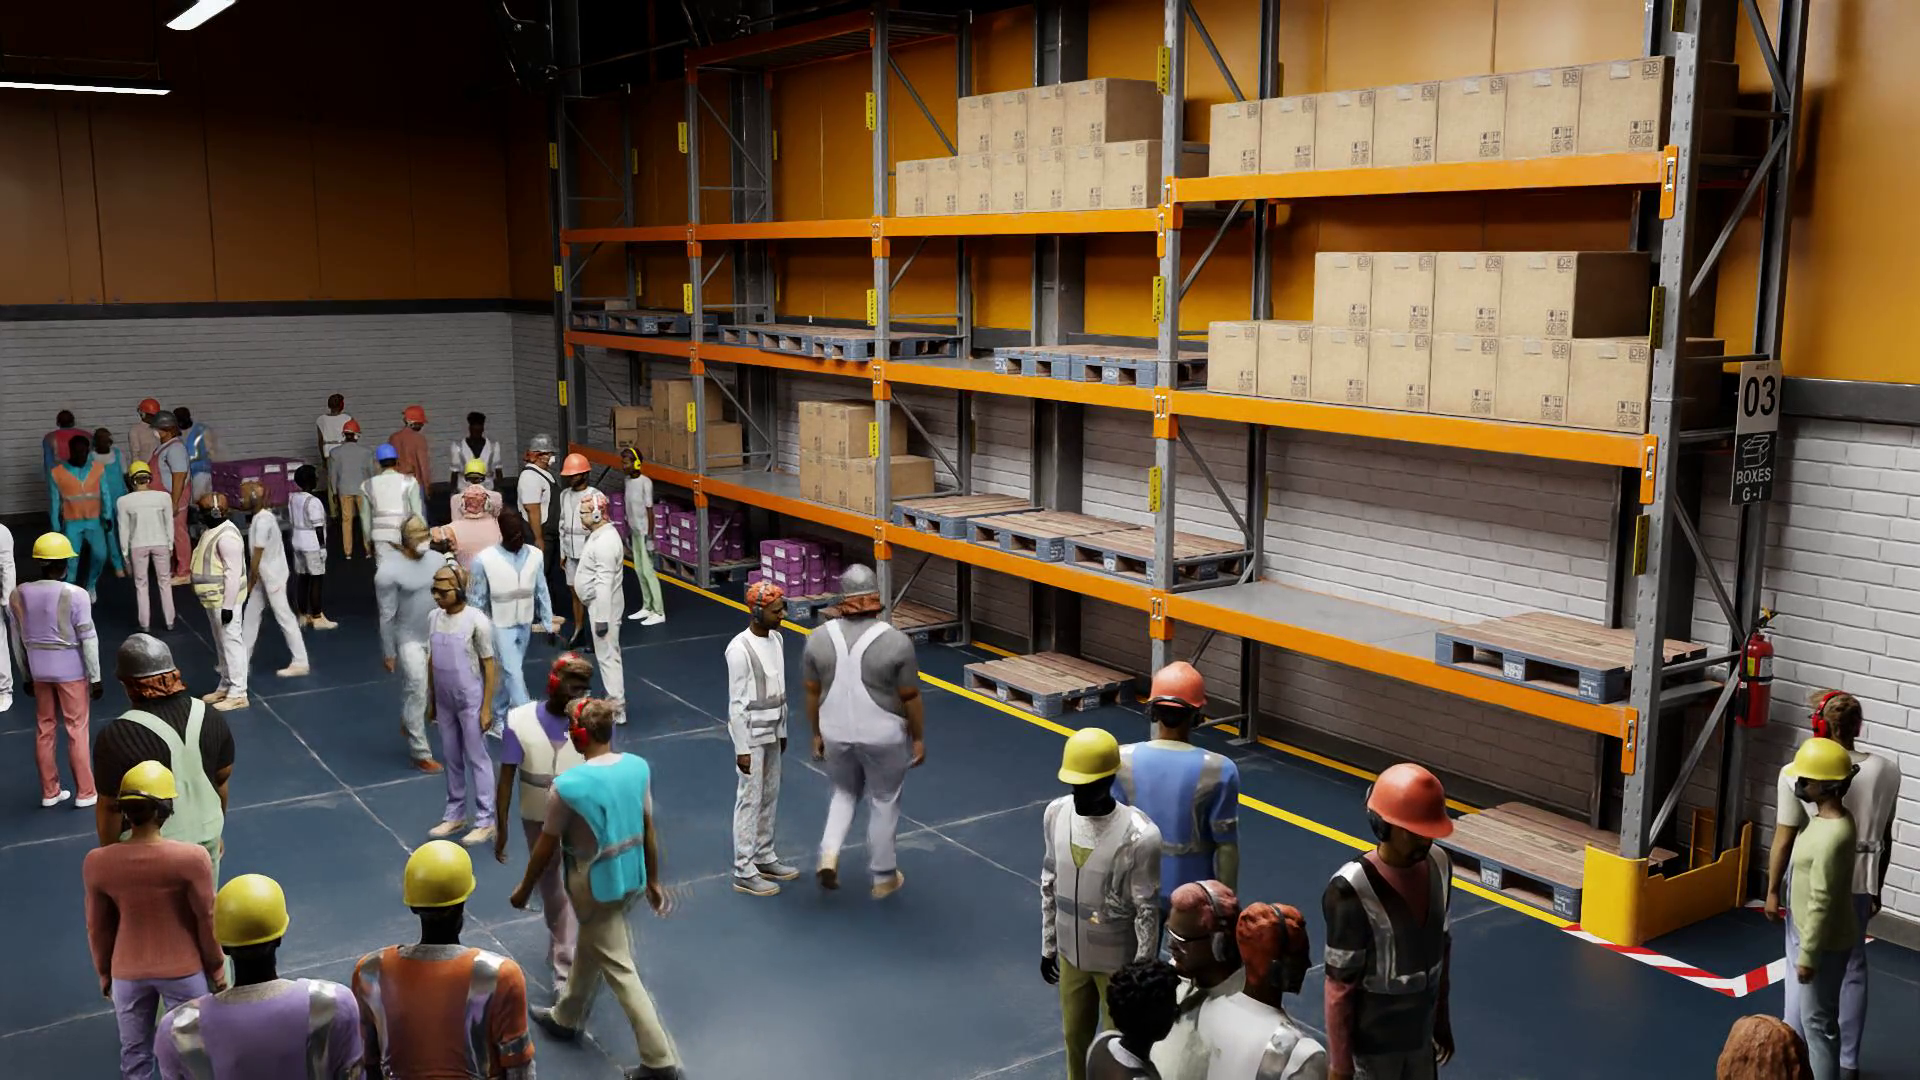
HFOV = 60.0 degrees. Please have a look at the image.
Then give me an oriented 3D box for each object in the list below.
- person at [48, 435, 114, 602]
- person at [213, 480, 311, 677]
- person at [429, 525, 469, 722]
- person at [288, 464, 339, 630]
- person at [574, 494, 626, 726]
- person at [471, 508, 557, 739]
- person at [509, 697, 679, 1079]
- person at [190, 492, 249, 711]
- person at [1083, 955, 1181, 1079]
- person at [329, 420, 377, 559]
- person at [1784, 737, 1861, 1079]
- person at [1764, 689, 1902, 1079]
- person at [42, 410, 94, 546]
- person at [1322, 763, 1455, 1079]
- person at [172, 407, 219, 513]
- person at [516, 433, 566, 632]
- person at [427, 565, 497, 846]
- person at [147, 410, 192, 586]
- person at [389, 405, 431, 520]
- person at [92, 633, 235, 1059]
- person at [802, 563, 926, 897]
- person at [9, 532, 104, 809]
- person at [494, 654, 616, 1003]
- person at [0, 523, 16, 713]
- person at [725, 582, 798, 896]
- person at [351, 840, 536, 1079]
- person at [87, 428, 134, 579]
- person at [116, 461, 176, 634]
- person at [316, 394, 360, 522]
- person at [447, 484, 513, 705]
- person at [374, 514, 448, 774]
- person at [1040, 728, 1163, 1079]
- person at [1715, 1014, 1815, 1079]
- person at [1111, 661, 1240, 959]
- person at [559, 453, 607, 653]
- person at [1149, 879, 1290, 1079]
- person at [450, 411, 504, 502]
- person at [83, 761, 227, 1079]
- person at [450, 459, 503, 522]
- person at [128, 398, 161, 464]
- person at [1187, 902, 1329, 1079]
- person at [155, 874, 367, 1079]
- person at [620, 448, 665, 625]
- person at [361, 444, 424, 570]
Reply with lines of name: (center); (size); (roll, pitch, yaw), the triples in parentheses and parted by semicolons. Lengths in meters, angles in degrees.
person: (-9.511, -0.197, 17.996); (0.488, 1.891, 0.600); (8, 13, 41)
person: (-6.331, 0.371, 14.931); (0.893, 1.805, 0.525); (-5, 11, -28)
person: (-4.176, 0.684, 13.612); (0.313, 1.634, 0.514); (-4, 10, -20)
person: (-6.628, 0.074, 16.986); (0.538, 1.700, 0.317); (8, 12, 39)
person: (-2.931, 0.564, 13.541); (0.398, 1.898, 0.645); (-2, 10, -14)
person: (-3.402, 0.690, 12.847); (0.987, 1.865, 0.612); (8, 13, 40)
person: (-1.693, 1.611, 7.736); (1.019, 1.786, 0.562); (5, 11, 25)
person: (-6.230, 0.510, 14.006); (0.429, 1.845, 0.622); (-7, 12, -35)
person: (0.516, 2.097, 5.133); (0.322, 1.693, 0.536); (-2, 10, -13)
person: (-7.652, -0.641, 21.020); (0.573, 1.749, 0.343); (-2, 10, -12)
person: (3.688, 1.713, 7.183); (0.339, 1.762, 0.524); (5, 11, 29)
person: (3.991, 1.600, 7.622); (0.560, 1.838, 0.393); (-1, 10, -4)
person: (-11.741, -0.824, 21.985); (0.627, 1.801, 0.952); (-6, 11, -30)
person: (1.575, 1.779, 6.017); (0.613, 2.030, 0.404); (-7, 12, -35)
person: (-10.281, -0.874, 22.225); (0.654, 1.814, 0.567); (1, 10, 4)
person: (-4.228, -0.092, 16.959); (0.535, 2.000, 0.682); (-1, 10, -6)
person: (-3.241, 1.059, 10.777); (0.517, 1.842, 0.327); (5, 11, 26)
person: (-9.209, -0.495, 19.323); (0.538, 2.000, 0.684); (-6, 12, -33)
person: (-6.893, -0.692, 20.720); (0.781, 1.972, 0.465); (5, 11, 26)
person: (-3.856, 1.433, 8.007); (0.537, 2.000, 0.684); (5, 11, 27)
person: (-0.549, 1.120, 9.845); (0.715, 2.000, 0.587); (4, 10, 20)
person: (-6.192, 0.902, 11.454); (0.594, 1.926, 0.366); (1, 10, 6)
person: (-2.081, 1.451, 8.664); (0.595, 1.794, 0.937); (-1, 10, -5)
person: (-8.218, 0.505, 13.848); (0.654, 1.906, 0.408); (0, 10, -3)
person: (-1.196, 1.177, 9.991); (0.362, 1.878, 0.585); (4, 10, 20)
person: (-1.670, 1.920, 5.471); (0.591, 1.930, 0.357); (1, 10, 4)
person: (-9.992, -0.420, 19.568); (0.546, 1.803, 0.586); (-6, 11, -30)
person: (-8.238, 0.072, 16.861); (0.518, 1.752, 0.375); (-6, 12, -33)
person: (-8.911, -1.170, 23.853); (0.566, 1.847, 0.389); (1, 10, 4)
person: (-4.029, 0.482, 13.985); (0.651, 1.907, 0.409); (-3, 10, -15)
person: (-4.021, 0.756, 12.316); (0.511, 1.923, 0.650); (6, 12, 33)
person: (0.556, 1.695, 6.832); (0.586, 1.920, 0.398); (9, 13, 42)
person: (2.312, 2.171, 4.867); (0.500, 1.633, 0.280); (-5, 11, -27)
person: (0.944, 1.542, 7.394); (0.609, 2.034, 0.403); (4, 10, 21)
person: (-3.642, 0.127, 15.979); (0.551, 1.933, 0.373); (5, 11, 27)
person: (0.774, 1.980, 5.234); (0.399, 1.897, 0.652); (-3, 10, -20)
person: (-5.927, -0.628, 20.387); (0.656, 1.941, 0.544); (-4, 11, -24)
person: (-3.285, 1.773, 6.844); (0.524, 1.760, 0.326); (-1, 10, -6)
person: (-4.884, 0.058, 16.883); (0.523, 1.769, 0.322); (-3, 10, -19)
person: (-10.445, -0.838, 21.500); (0.393, 1.985, 0.611); (1, 10, 7)
person: (0.897, 2.013, 5.063); (0.339, 1.882, 0.581); (-7, 12, -34)
person: (-2.143, 1.969, 5.184); (0.587, 1.930, 0.355); (-4, 11, -23)
person: (-3.319, -0.045, 17.266); (0.392, 1.849, 0.519); (-7, 12, -36)
person: (-5.821, -0.034, 17.133); (0.639, 1.865, 1.010); (-2, 10, -11)
